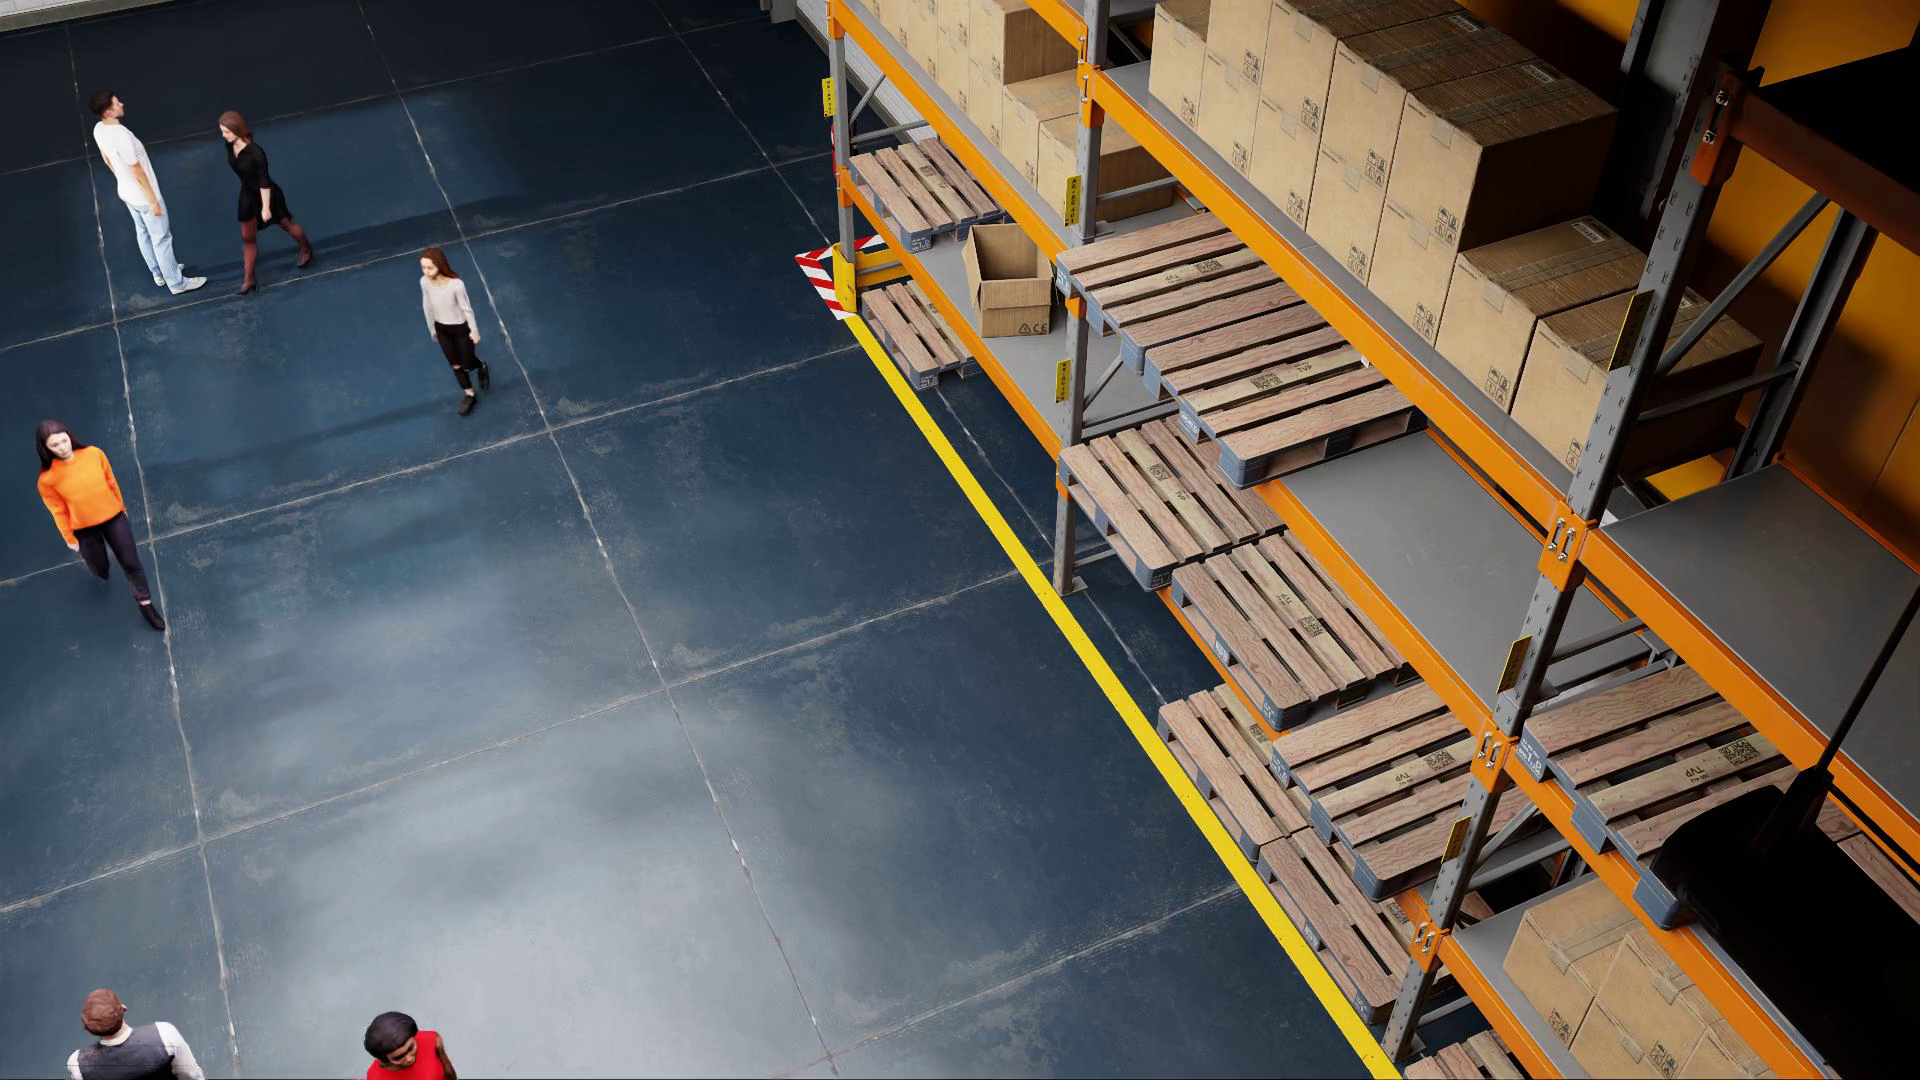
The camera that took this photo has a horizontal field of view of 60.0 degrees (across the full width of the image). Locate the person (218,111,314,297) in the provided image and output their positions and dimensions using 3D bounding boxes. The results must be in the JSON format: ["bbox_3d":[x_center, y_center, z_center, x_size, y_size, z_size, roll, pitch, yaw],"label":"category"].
[{"bbox_3d":[-5.865,-2.931,14.173,1.106,1.652,1.083,21,48,21],"label":"person"}]

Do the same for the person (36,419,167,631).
[{"bbox_3d":[-5.841,-0.140,11.190,1.110,1.725,0.871,32,52,29],"label":"person"}]

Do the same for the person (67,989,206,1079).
[{"bbox_3d":[-3.829,2.813,7.957,0.785,1.909,1.288,-25,49,-24],"label":"person"}]

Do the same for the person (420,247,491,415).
[{"bbox_3d":[-3.927,-1.691,12.998,0.742,1.477,0.817,7,44,7],"label":"person"}]

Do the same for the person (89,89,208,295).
[{"bbox_3d":[-6.924,-2.936,14.024,0.663,1.865,0.813,31,52,28],"label":"person"}]

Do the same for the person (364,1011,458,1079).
[{"bbox_3d":[-2.668,2.777,8.137,1.100,1.713,0.852,32,52,29],"label":"person"}]
